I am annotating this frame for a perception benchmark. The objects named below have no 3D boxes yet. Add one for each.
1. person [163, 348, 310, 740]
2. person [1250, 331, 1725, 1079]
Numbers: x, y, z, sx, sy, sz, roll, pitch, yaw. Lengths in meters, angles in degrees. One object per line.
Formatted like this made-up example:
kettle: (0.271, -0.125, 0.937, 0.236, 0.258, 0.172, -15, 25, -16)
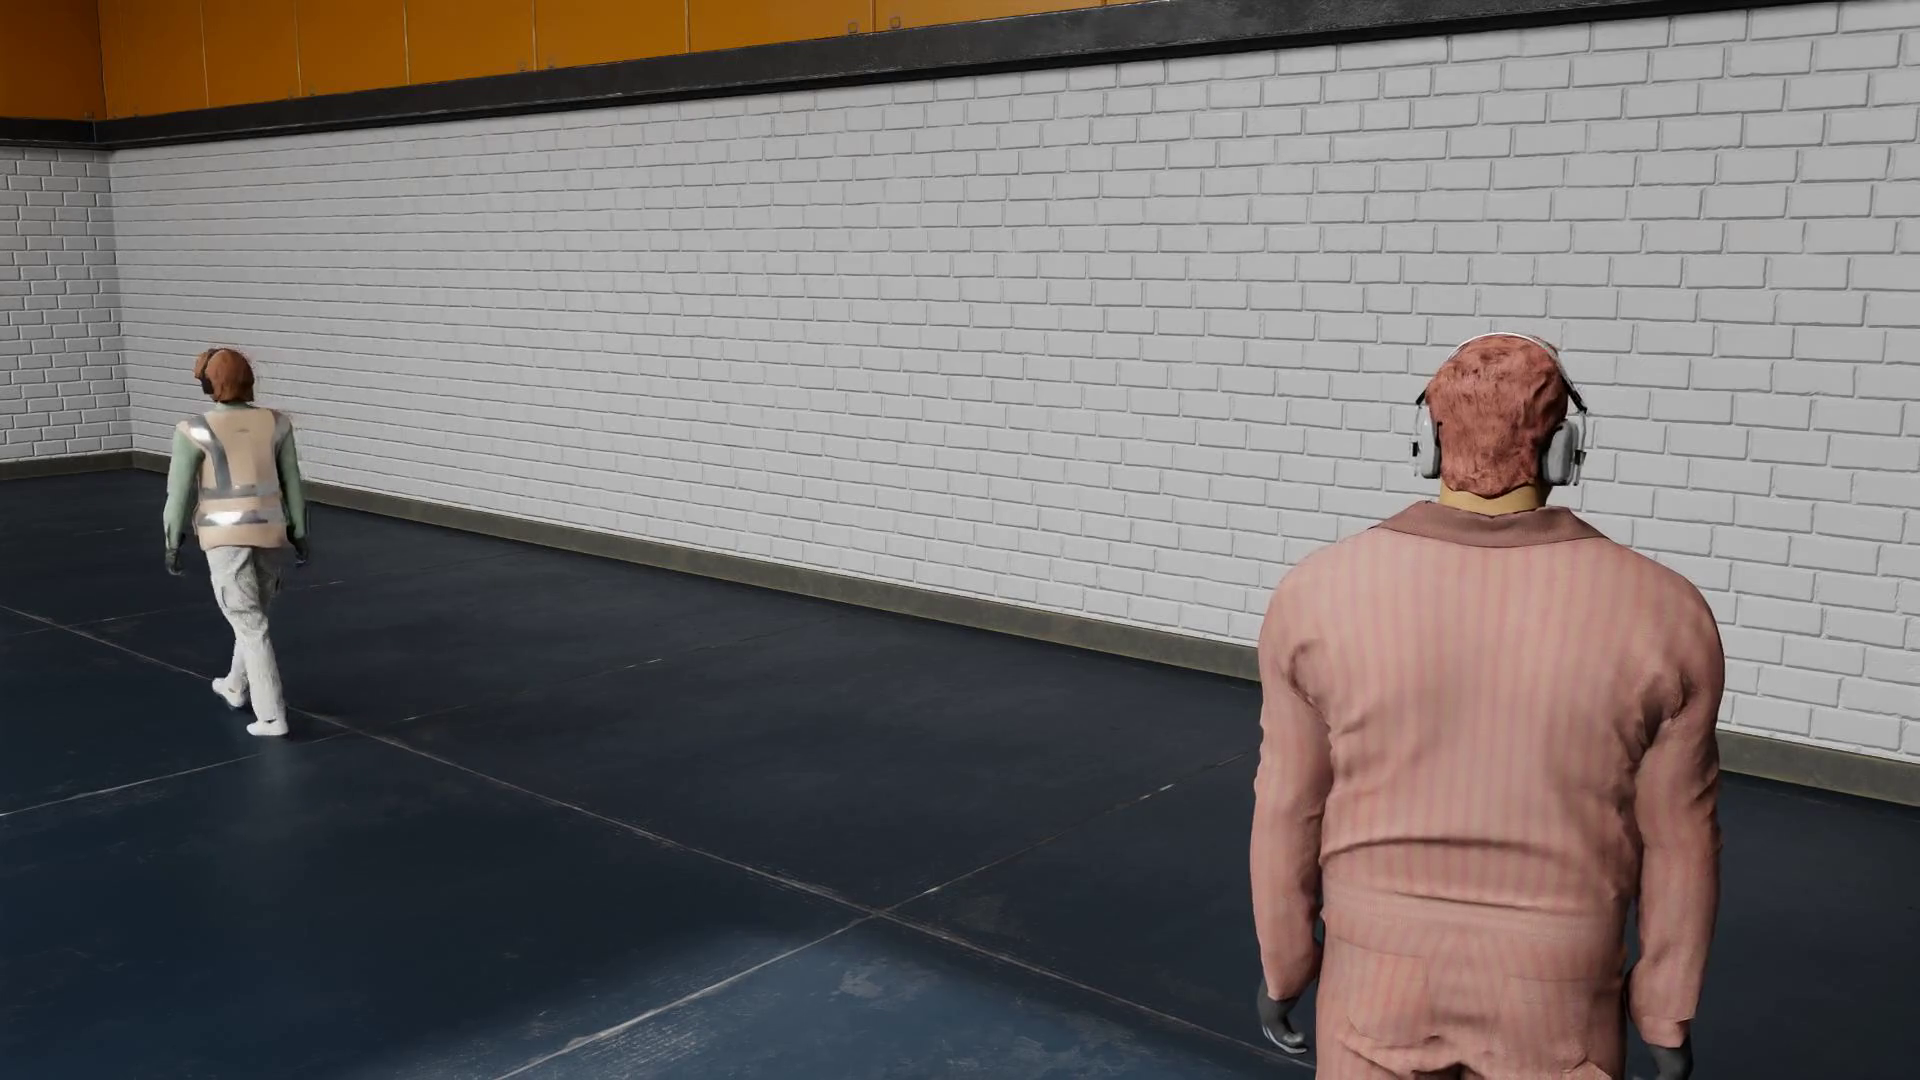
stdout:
person: (-3.068, 0.007, 6.957, 0.808, 1.598, 0.545, 7, 12, 36)
person: (0.767, 0.645, 2.498, 0.652, 1.904, 0.402, 3, 11, 19)
